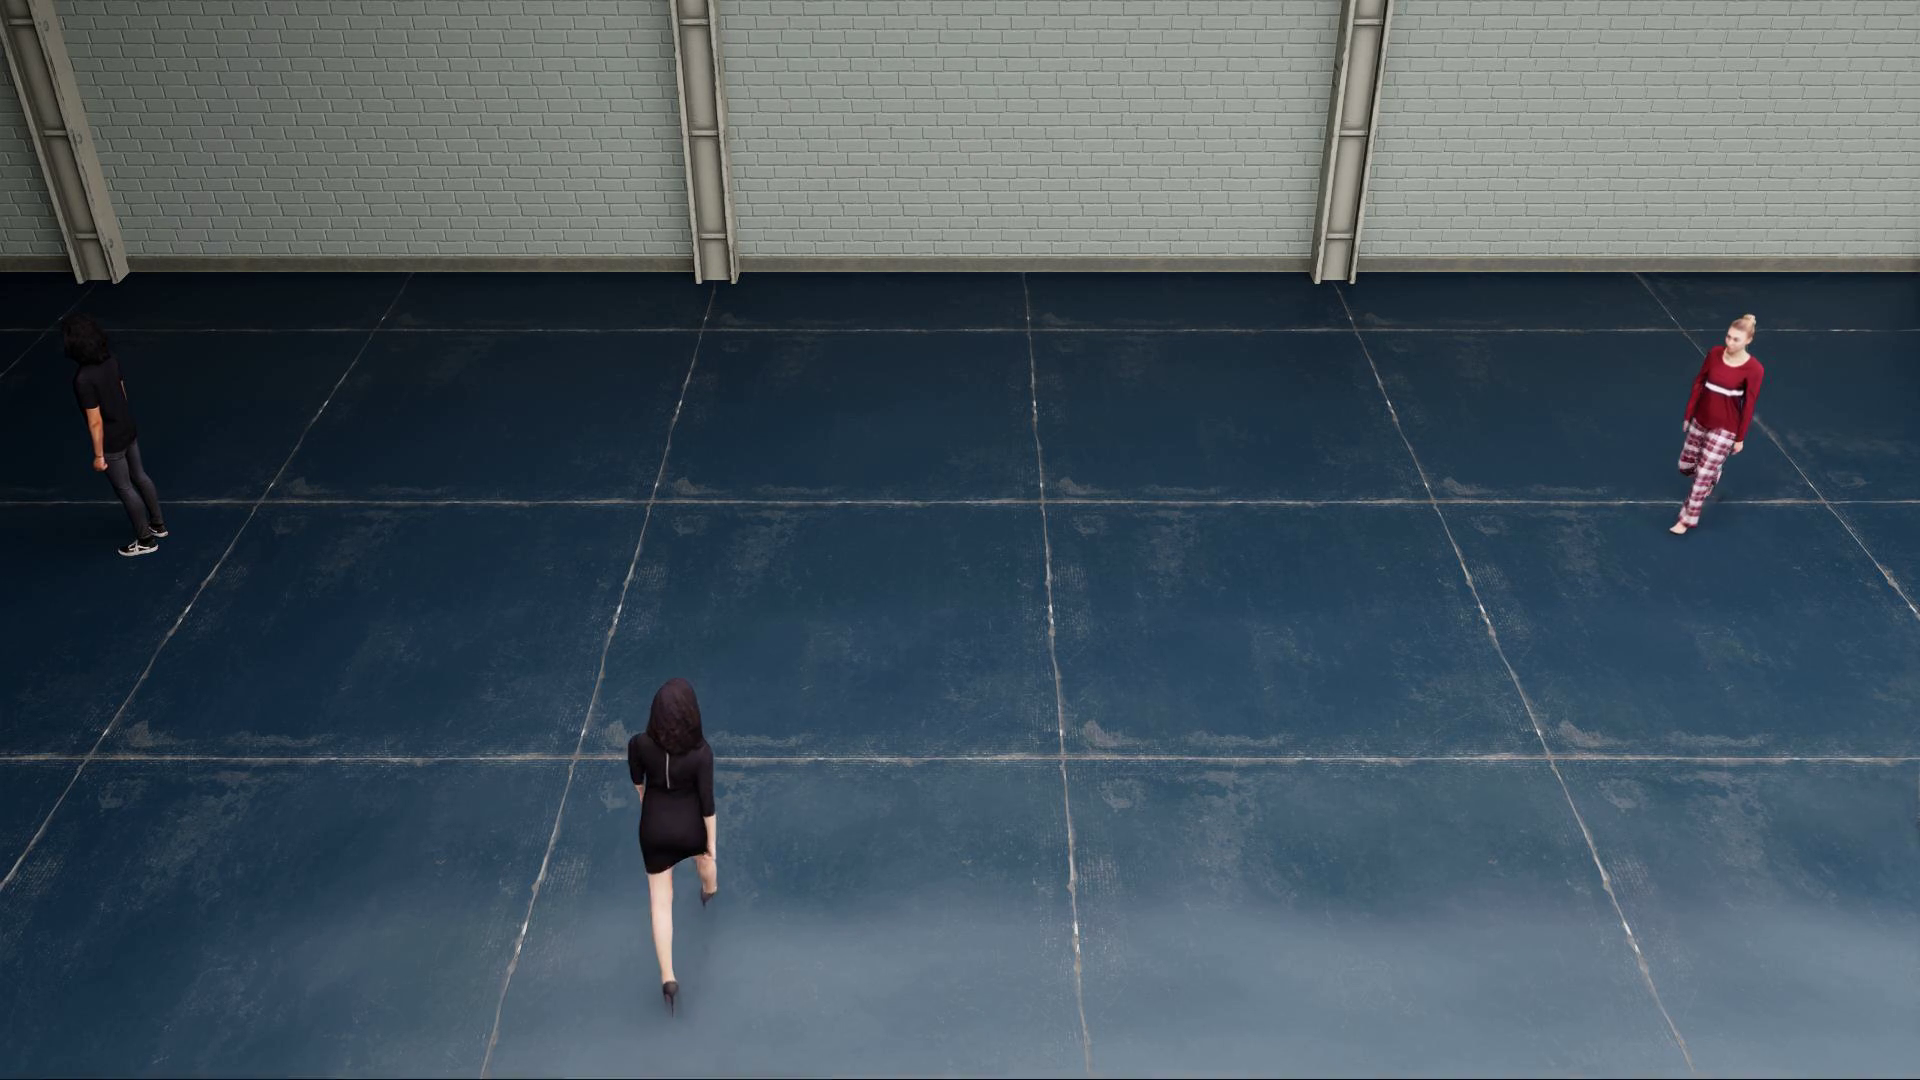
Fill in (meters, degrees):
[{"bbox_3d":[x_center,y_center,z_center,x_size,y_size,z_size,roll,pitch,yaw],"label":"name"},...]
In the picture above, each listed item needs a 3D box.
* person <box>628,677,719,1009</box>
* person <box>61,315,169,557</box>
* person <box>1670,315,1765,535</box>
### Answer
[{"bbox_3d":[-1.439,1.554,8.301,1.069,1.741,0.680,0,33,1],"label":"person"},{"bbox_3d":[-5.981,-0.751,11.760,0.530,1.836,0.634,2,33,2],"label":"person"},{"bbox_3d":[5.510,-0.853,12.052,0.984,1.687,0.902,-25,40,-33],"label":"person"}]
